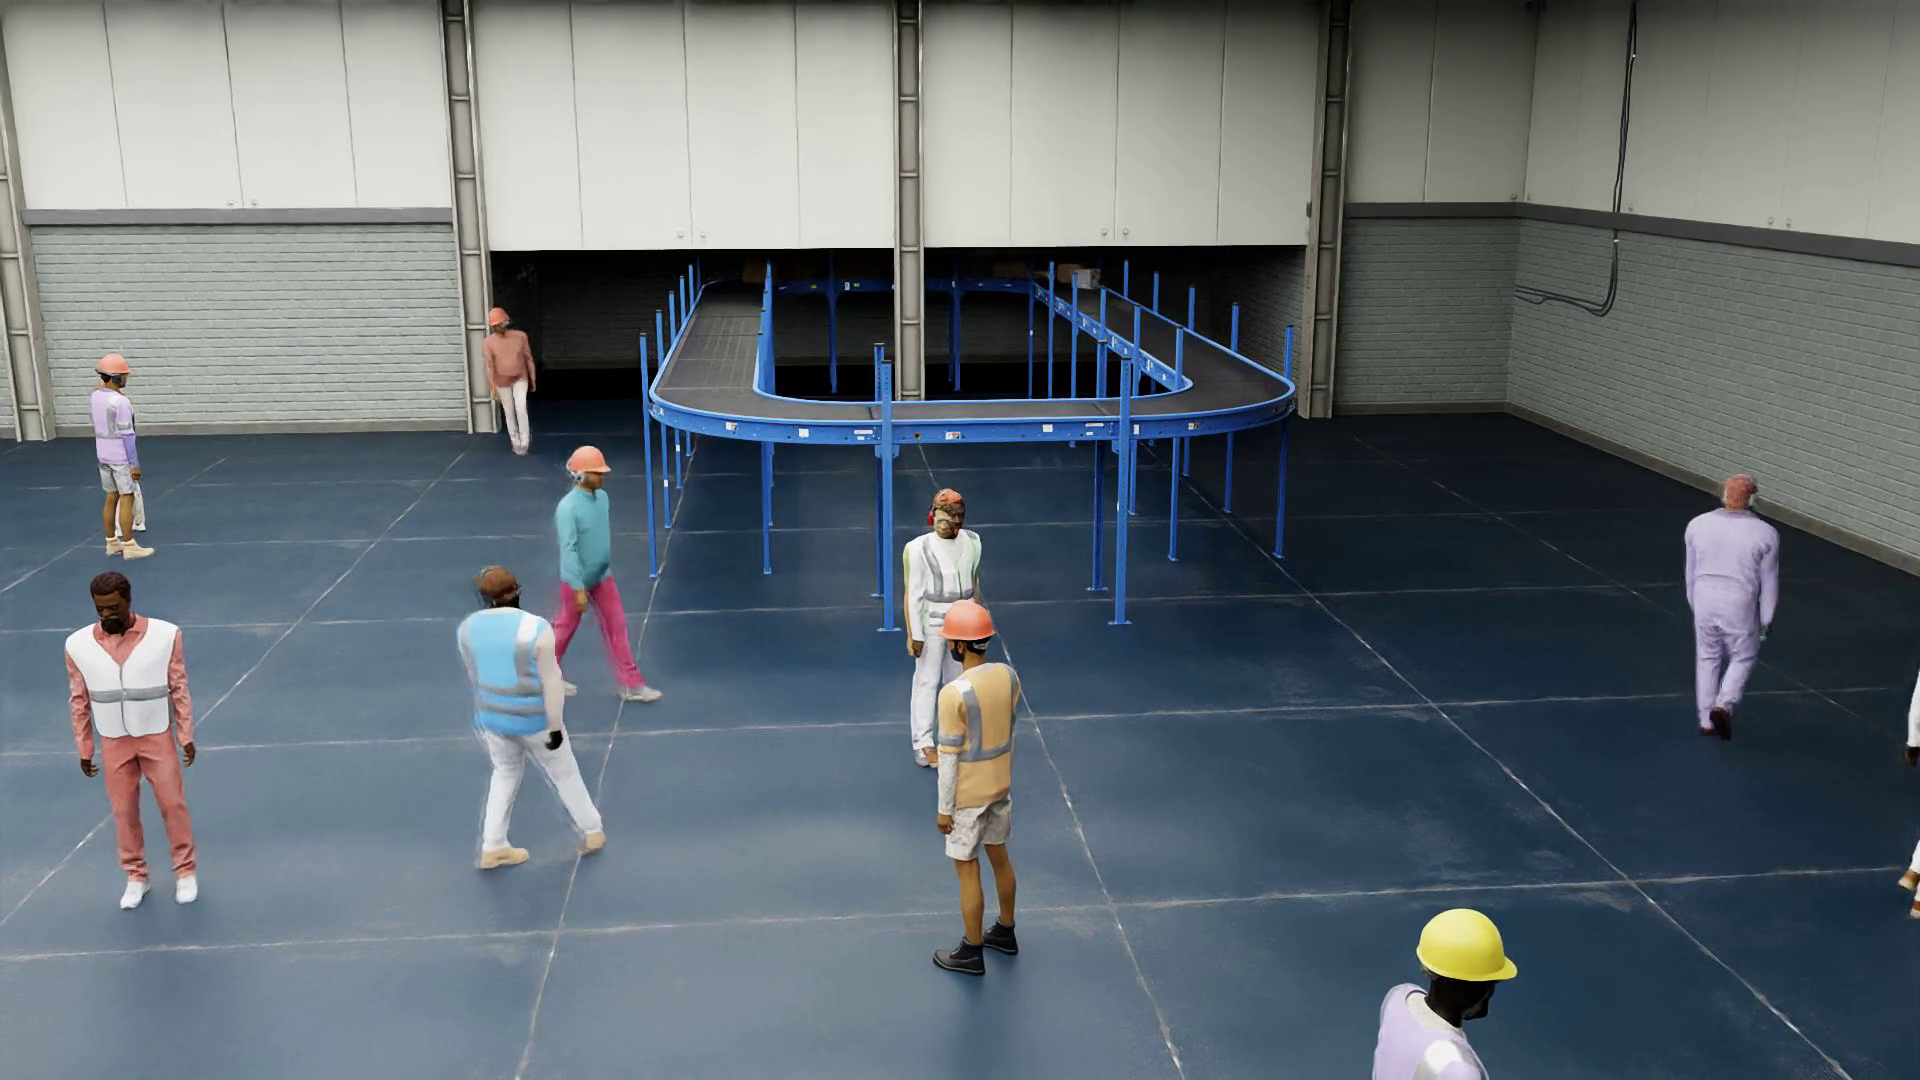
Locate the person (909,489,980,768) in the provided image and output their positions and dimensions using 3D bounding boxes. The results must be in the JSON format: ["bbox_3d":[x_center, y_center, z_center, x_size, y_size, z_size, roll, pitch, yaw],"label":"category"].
[{"bbox_3d":[-0.090,0.579,11.154,0.584,1.882,0.337,-11,18,-37],"label":"person"}]

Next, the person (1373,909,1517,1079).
[{"bbox_3d":[1.481,2.044,5.208,0.385,1.925,0.592,-2,14,-6],"label":"person"}]

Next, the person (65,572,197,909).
[{"bbox_3d":[-4.523,1.079,9.120,0.599,1.907,0.400,-4,15,-16],"label":"person"}]

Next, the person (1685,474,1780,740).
[{"bbox_3d":[5.324,0.479,11.564,0.648,1.887,0.517,13,19,42],"label":"person"}]

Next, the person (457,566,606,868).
[{"bbox_3d":[-2.490,1.009,9.622,0.675,1.790,0.659,5,15,19],"label":"person"}]

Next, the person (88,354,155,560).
[{"bbox_3d":[-8.313,-0.824,16.481,0.604,2.034,0.419,9,17,33],"label":"person"}]

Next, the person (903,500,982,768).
[{"bbox_3d":[-0.118,0.594,11.185,0.564,1.839,0.396,-7,15,-25],"label":"person"}]

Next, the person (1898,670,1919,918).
[{"bbox_3d":[5.375,1.145,8.915,0.439,1.869,0.584,-3,14,-12],"label":"person"}]

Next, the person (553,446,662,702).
[{"bbox_3d":[-2.762,0.258,12.329,1.018,1.944,0.640,6,15,22],"label":"person"}]

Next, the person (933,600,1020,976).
[{"bbox_3d":[0.059,1.242,8.424,0.396,1.929,0.543,11,18,38],"label":"person"}]

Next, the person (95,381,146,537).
[{"bbox_3d":[-8.780,-0.843,17.342,0.309,1.639,0.523,4,14,14],"label":"person"}]

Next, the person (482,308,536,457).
[{"bbox_3d":[-5.801,-2.031,21.472,0.644,1.944,0.766,-4,15,-15],"label":"person"}]
